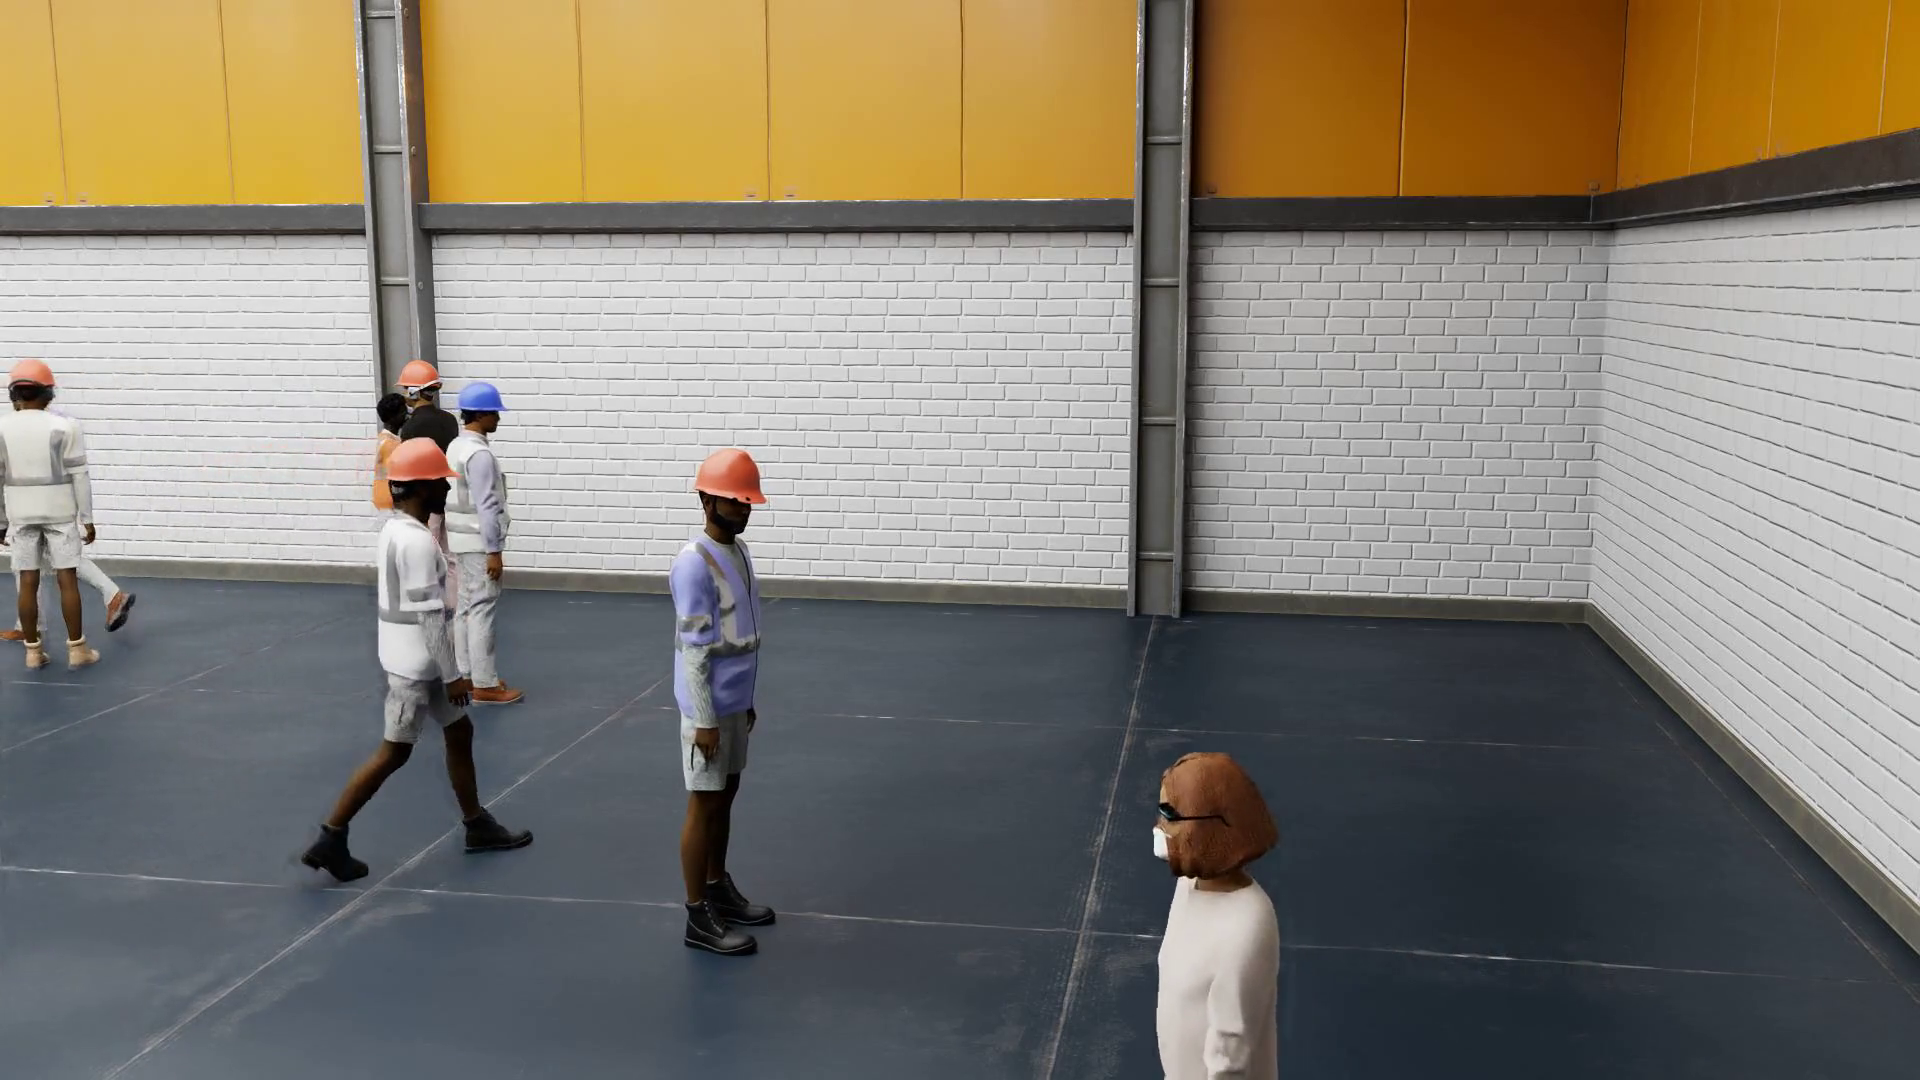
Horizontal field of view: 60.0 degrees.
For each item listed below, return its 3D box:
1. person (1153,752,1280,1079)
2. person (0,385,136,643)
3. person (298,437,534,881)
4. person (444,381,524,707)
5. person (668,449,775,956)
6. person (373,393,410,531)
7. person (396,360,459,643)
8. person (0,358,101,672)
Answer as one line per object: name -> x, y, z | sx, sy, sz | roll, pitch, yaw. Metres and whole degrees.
person -> 0.589, 1.236, 3.576 | 0.761, 1.603, 0.499 | -2, 9, -11
person -> -6.328, -0.227, 11.680 | 0.840, 1.911, 0.635 | 0, 9, -1
person -> -2.404, 0.507, 7.173 | 0.971, 1.904, 0.537 | -4, 10, -23
person -> -2.880, 0.020, 10.014 | 0.409, 1.943, 0.615 | -6, 11, -32
person -> -0.903, 0.610, 6.420 | 0.376, 1.933, 0.545 | 2, 9, 12
person -> -4.276, -0.267, 12.587 | 0.319, 1.689, 0.541 | -3, 10, -18
person -> -3.643, -0.229, 11.398 | 0.378, 1.996, 0.610 | 2, 9, 12
person -> -5.968, -0.162, 10.847 | 0.614, 2.039, 0.395 | -2, 9, -11
